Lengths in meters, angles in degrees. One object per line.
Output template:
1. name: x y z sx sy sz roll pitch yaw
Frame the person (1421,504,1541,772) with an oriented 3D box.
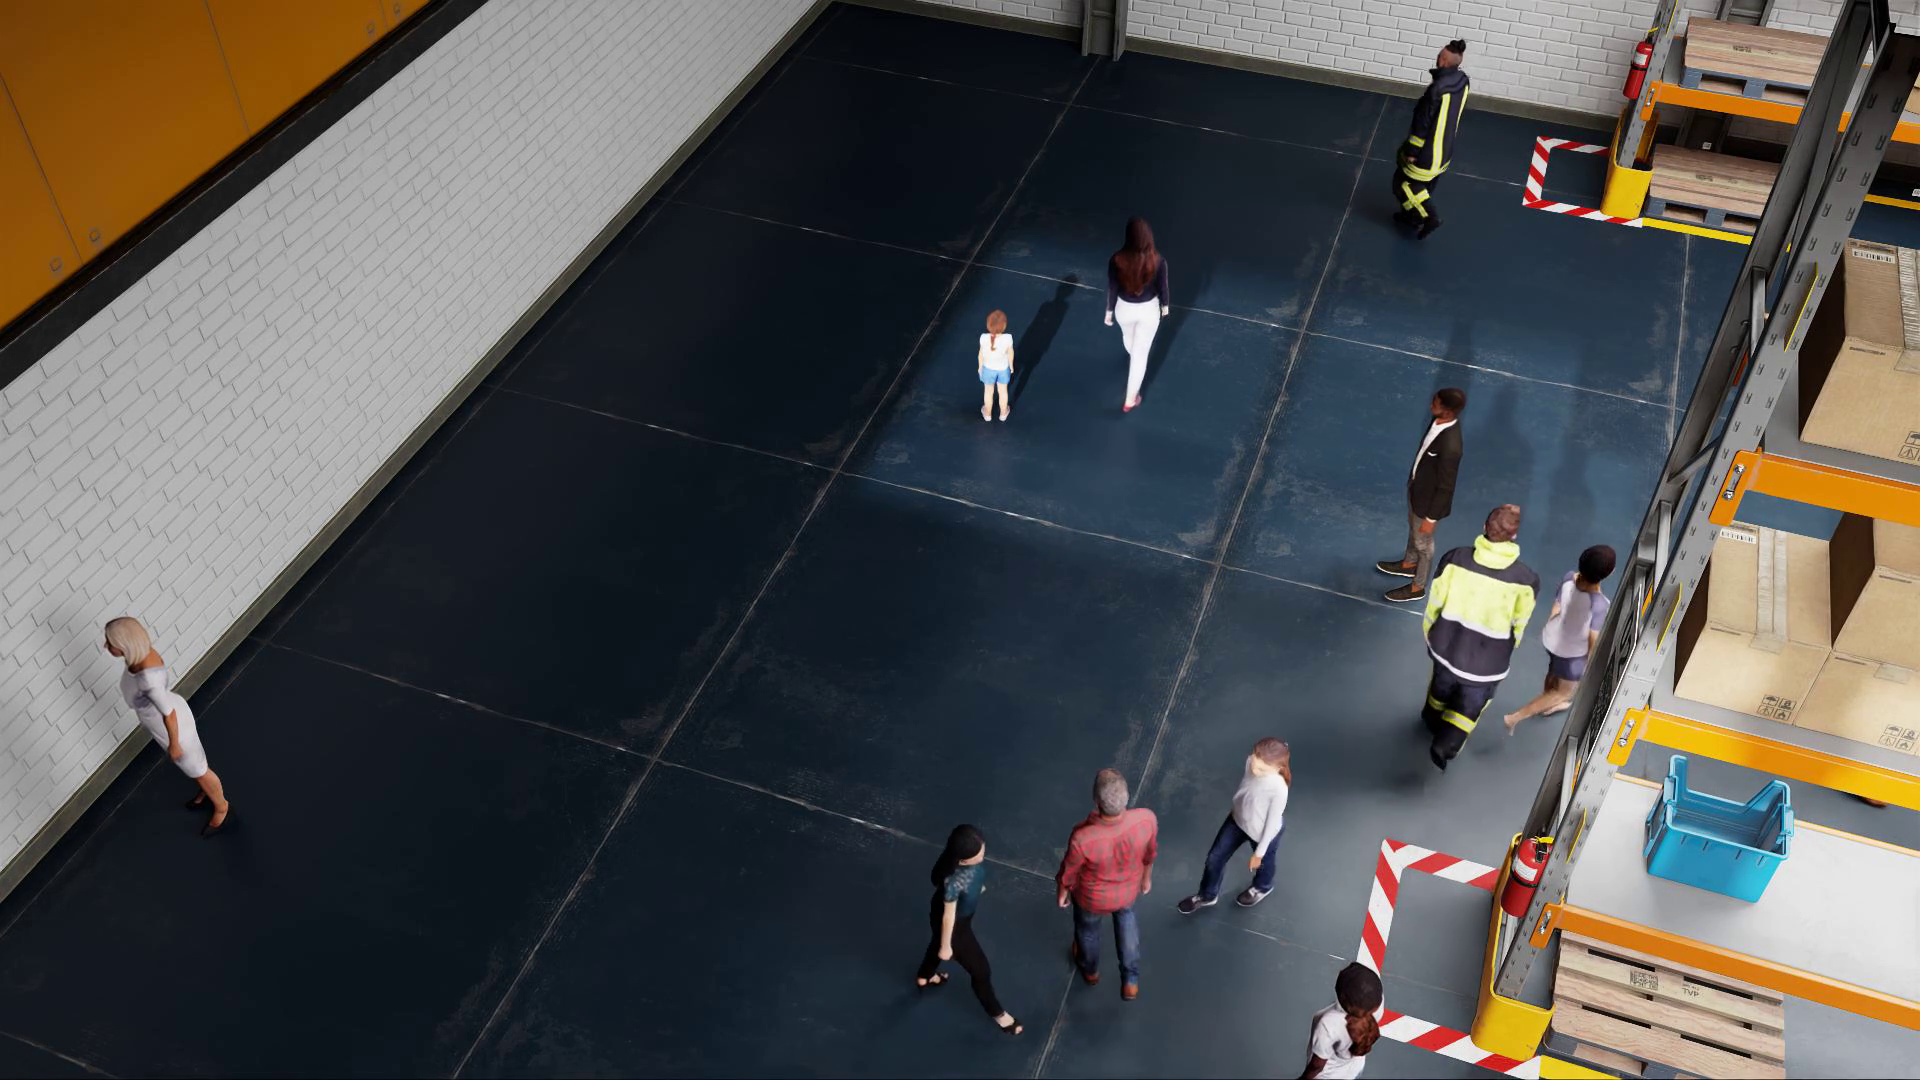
1. person: 3.110 0.635 10.128 0.997 1.956 0.923 21 47 20

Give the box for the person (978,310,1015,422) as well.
1. person: 0.274 -1.355 12.896 0.418 1.019 0.524 1 44 1

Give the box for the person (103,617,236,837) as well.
1. person: -4.662 1.075 9.814 0.700 1.752 0.599 -29 51 -27

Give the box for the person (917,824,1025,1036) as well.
1. person: -0.090 2.020 8.855 0.924 1.706 0.757 2 44 2

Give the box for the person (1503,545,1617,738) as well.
1. person: 3.764 0.660 10.396 0.952 1.550 0.856 -14 45 -14

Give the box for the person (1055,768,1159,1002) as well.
1. person: 0.814 1.907 8.893 0.938 1.818 0.989 -11 45 -12

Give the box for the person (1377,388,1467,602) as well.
1. person: 3.176 -0.317 11.240 0.673 1.801 0.720 2 44 2

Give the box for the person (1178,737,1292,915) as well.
1. person: 1.755 1.594 9.429 0.894 1.532 0.862 -22 48 -22

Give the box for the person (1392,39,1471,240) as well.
1. person: 4.163 -3.457 14.502 0.959 1.847 1.019 -33 52 -30

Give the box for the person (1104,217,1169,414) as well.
1. person: 1.356 -1.709 12.884 1.049 1.548 0.754 11 45 12

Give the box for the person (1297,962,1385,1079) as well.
1. person: 1.848 2.609 8.227 0.667 1.720 0.684 -29 51 -27
